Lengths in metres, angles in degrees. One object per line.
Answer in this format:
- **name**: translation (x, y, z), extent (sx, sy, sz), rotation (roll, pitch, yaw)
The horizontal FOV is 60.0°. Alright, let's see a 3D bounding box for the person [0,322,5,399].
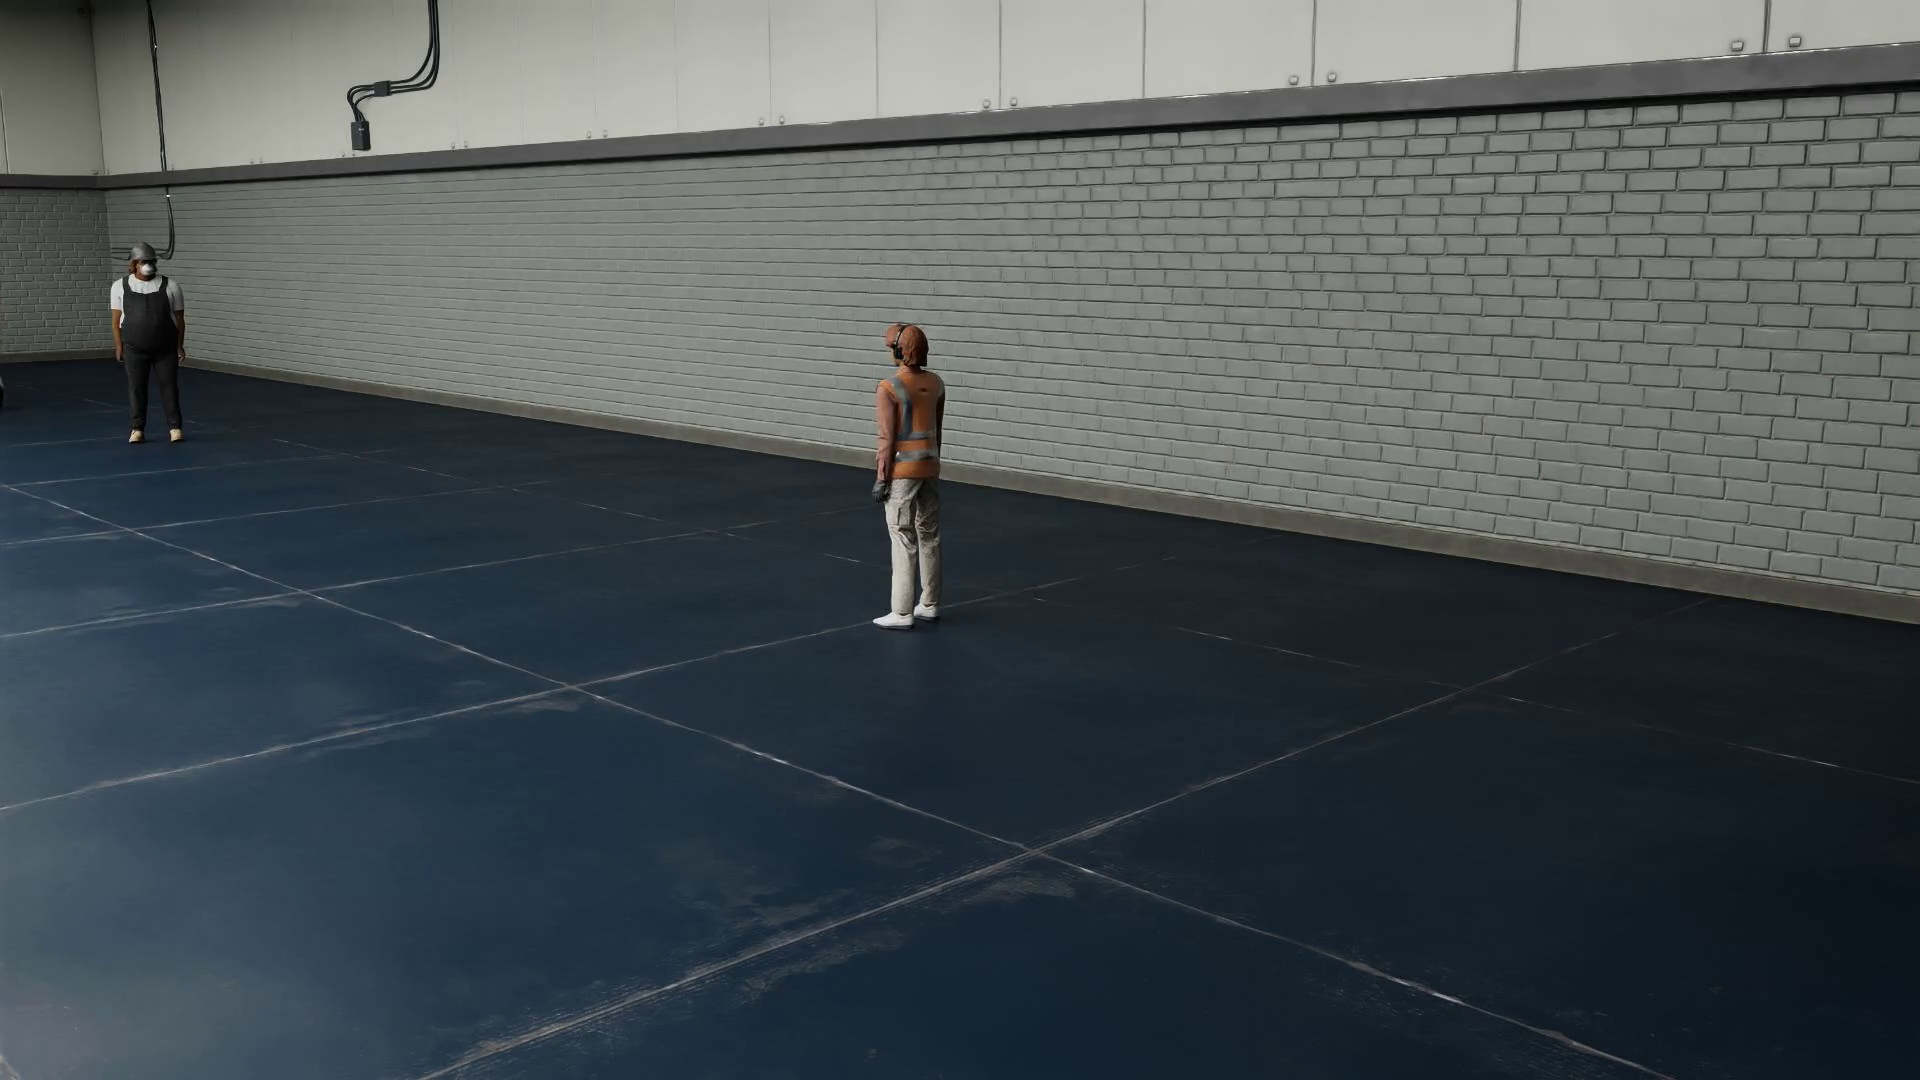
- **person**: translation (-12.608, -2.613, 21.396), extent (0.502, 1.631, 0.270), rotation (-6, 12, -31)

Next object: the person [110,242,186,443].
- **person**: translation (-8.308, -2.002, 17.060), extent (0.689, 2.000, 0.539), rotation (-5, 11, -23)

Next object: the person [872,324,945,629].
- **person**: translation (-0.271, -0.341, 8.988), extent (0.309, 1.639, 0.515), rotation (8, 13, 36)
